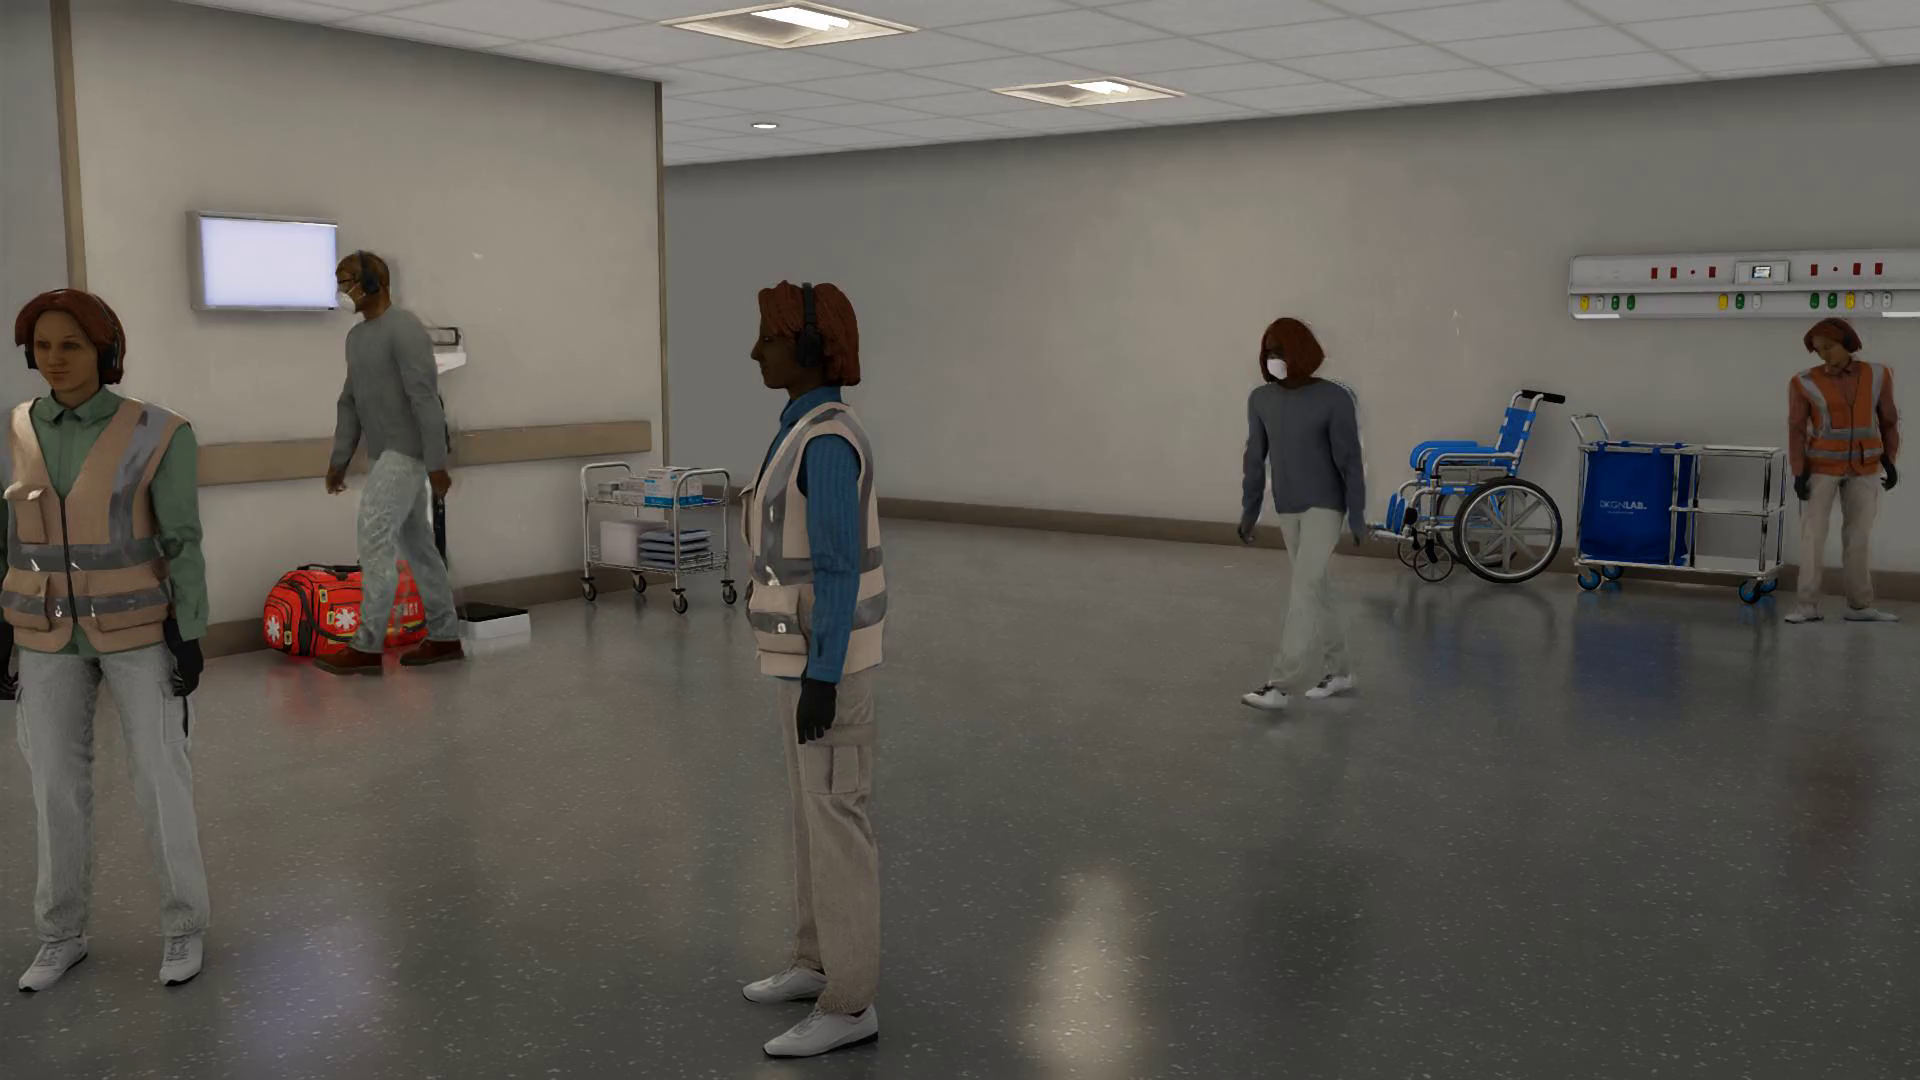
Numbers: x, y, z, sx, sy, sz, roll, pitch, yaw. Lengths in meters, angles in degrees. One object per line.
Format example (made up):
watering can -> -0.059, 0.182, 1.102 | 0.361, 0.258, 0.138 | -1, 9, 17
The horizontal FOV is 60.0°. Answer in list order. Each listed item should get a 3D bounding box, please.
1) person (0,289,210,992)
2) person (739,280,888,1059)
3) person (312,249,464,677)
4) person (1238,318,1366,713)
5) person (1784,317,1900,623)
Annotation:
person -> -2.010, 0.240, 3.875 | 0.514, 1.630, 0.318 | -1, 7, -6
person -> -0.312, 0.269, 3.584 | 0.309, 1.641, 0.515 | -2, 7, -14
person -> -2.650, -0.344, 7.488 | 0.868, 1.898, 0.655 | -6, 9, -38
person -> 1.362, -0.095, 6.724 | 0.828, 1.586, 0.510 | -5, 9, -37
person -> 4.644, -0.348, 8.665 | 0.654, 1.611, 0.326 | 1, 7, 7
